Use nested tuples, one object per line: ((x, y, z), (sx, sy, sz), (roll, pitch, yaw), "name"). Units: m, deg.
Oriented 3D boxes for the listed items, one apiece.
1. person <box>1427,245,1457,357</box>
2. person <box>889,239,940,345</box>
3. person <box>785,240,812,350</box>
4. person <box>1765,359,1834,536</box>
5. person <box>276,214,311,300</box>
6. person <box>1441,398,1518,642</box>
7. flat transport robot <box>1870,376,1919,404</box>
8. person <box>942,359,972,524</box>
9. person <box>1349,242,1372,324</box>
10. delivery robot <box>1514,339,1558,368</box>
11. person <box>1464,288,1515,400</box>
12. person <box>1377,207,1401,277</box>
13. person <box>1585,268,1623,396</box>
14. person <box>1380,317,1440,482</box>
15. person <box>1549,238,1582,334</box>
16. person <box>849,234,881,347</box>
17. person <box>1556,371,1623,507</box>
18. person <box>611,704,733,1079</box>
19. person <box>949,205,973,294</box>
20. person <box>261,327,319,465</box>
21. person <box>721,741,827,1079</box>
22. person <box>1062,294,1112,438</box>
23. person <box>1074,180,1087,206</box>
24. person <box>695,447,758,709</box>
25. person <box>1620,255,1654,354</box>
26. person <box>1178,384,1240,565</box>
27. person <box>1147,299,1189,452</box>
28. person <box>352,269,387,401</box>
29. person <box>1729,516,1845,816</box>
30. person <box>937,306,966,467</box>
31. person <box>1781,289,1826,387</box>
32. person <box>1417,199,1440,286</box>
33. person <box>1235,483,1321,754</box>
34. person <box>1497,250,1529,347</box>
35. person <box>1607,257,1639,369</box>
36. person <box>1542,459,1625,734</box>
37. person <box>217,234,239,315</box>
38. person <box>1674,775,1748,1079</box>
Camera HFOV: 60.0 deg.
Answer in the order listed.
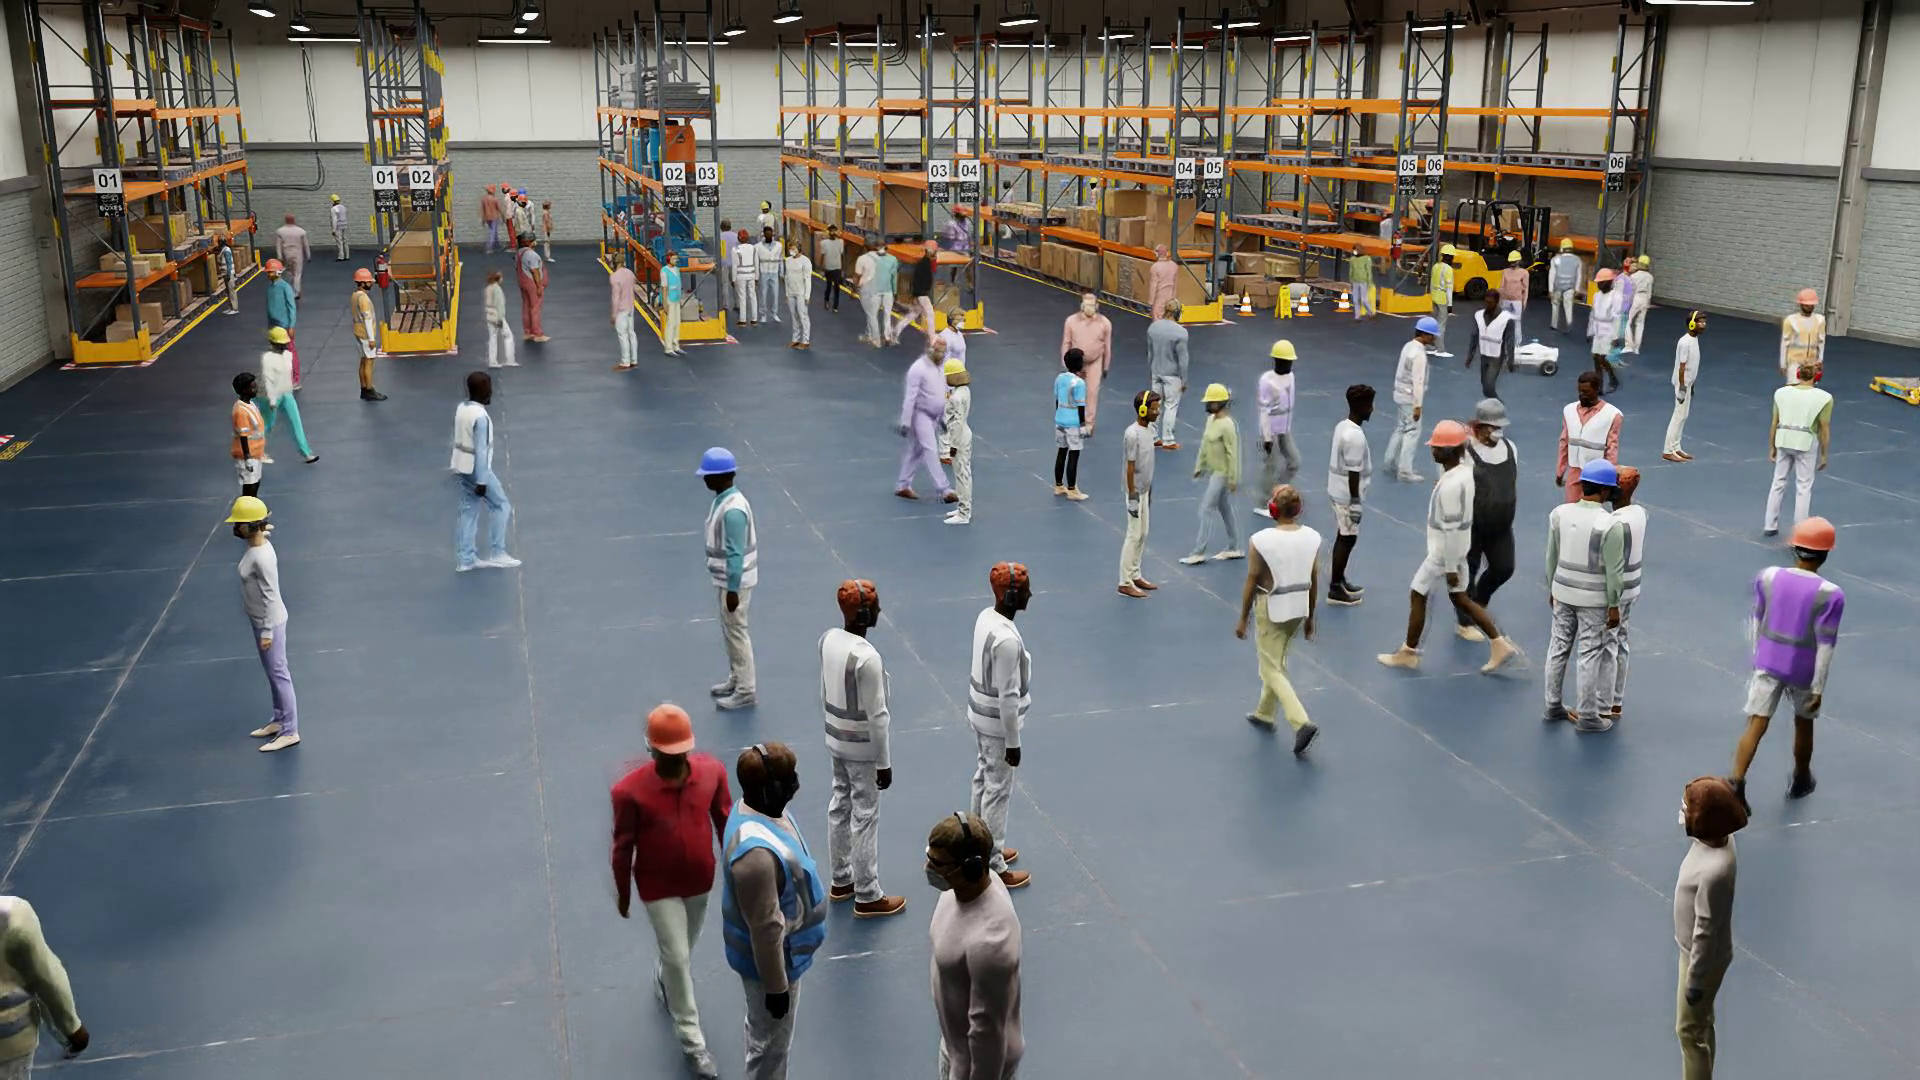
((8.326, -4.122, 28.685), (0.381, 1.918, 0.584), (-4, 15, -14), "person")
((-0.789, -4.434, 29.877), (1.005, 1.930, 0.624), (0, 15, 0), "person")
((-2.877, -4.361, 29.565), (0.625, 1.933, 0.373), (14, 20, 41), "person")
((8.419, -0.901, 16.732), (0.389, 1.836, 0.572), (-13, 19, -40), "person")
((-14.812, -6.307, 37.033), (0.661, 1.848, 1.011), (-3, 15, -11), "person")
((4.265, -0.171, 13.580), (0.693, 2.000, 0.535), (-4, 16, -16), "person")
((14.204, -2.236, 24.744), (0.652, 0.197, 1.431), (1, 15, 4), "flat transport robot")
((-0.036, -1.037, 17.425), (0.311, 1.736, 0.484), (2, 15, 8), "person")
((7.905, -5.065, 32.818), (0.428, 1.606, 0.526), (-13, 20, -41), "person")
((9.288, -2.998, 26.888), (0.707, 0.478, 0.477), (4, 15, 16), "delivery robot")
((7.165, -2.461, 22.496), (0.587, 1.890, 0.596), (-9, 17, -31), "person")
((10.711, -7.421, 41.448), (0.577, 1.732, 0.596), (-8, 17, -29), "person")
((9.575, -3.085, 24.763), (0.451, 1.922, 0.577), (-6, 16, -20), "person")
((5.226, -1.632, 19.312), (0.544, 1.919, 0.702), (1, 15, 3), "person")
((11.431, -4.792, 31.435), (0.596, 1.808, 0.782), (2, 15, 6), "person")
((-1.637, -4.522, 29.954), (0.697, 2.000, 0.874), (-13, 20, -41), "person")
((5.890, -0.646, 15.631), (0.405, 1.906, 0.604), (-11, 18, -35), "person")
((-1.328, 1.547, 7.762), (0.565, 1.716, 0.861), (-9, 17, -31), "person")
((0.065, -6.611, 37.896), (0.636, 1.990, 1.047), (-8, 17, -28), "person")
((-8.204, -1.733, 20.090), (0.956, 1.697, 0.574), (6, 16, 20), "person")
((-0.761, 1.711, 6.880), (0.429, 1.844, 0.627), (-2, 15, -7), "person")
((1.695, -2.364, 22.173), (0.634, 1.871, 0.969), (3, 15, 11), "person")
((3.659, -9.988, 50.705), (0.403, 1.944, 0.606), (-2, 15, -6), "person")
((-1.687, 0.271, 12.123), (0.430, 1.936, 0.632), (-4, 15, -15), "person")
((11.828, -4.105, 29.030), (0.525, 1.711, 0.469), (-2, 15, -9), "person")
((2.378, -0.625, 15.868), (0.787, 1.737, 0.525), (-2, 15, -9), "person")
((2.623, -2.066, 20.943), (0.388, 1.928, 0.634), (-13, 20, -41), "person")
((-8.731, -3.025, 24.519), (0.362, 1.935, 0.553), (-10, 18, -34), "person")
((5.120, 0.782, 10.291), (1.002, 1.900, 0.546), (-13, 20, -41), "person")
((-0.095, -1.867, 20.168), (0.374, 1.936, 0.627), (4, 15, 14), "person")
((11.238, -2.415, 22.264), (0.560, 1.917, 0.605), (0, 15, 0), "person")
((11.126, -7.057, 39.483), (0.379, 2.045, 0.605), (-12, 19, -39), "person")
((2.232, 0.524, 11.387), (0.570, 1.822, 0.818), (-8, 17, -29), "person")
((9.766, -4.231, 29.392), (0.334, 1.768, 0.530), (-13, 19, -40), "person")
((10.906, -3.749, 27.450), (0.393, 1.833, 0.562), (10, 18, 33), "person")
((4.377, 0.390, 11.660), (0.399, 1.941, 0.603), (-9, 17, -30), "person")
((-15.115, -5.476, 34.310), (0.310, 1.642, 0.514), (-10, 18, -32), "person")
((3.138, 1.771, 7.077), (0.275, 1.628, 0.502), (7, 16, 24), "person")
